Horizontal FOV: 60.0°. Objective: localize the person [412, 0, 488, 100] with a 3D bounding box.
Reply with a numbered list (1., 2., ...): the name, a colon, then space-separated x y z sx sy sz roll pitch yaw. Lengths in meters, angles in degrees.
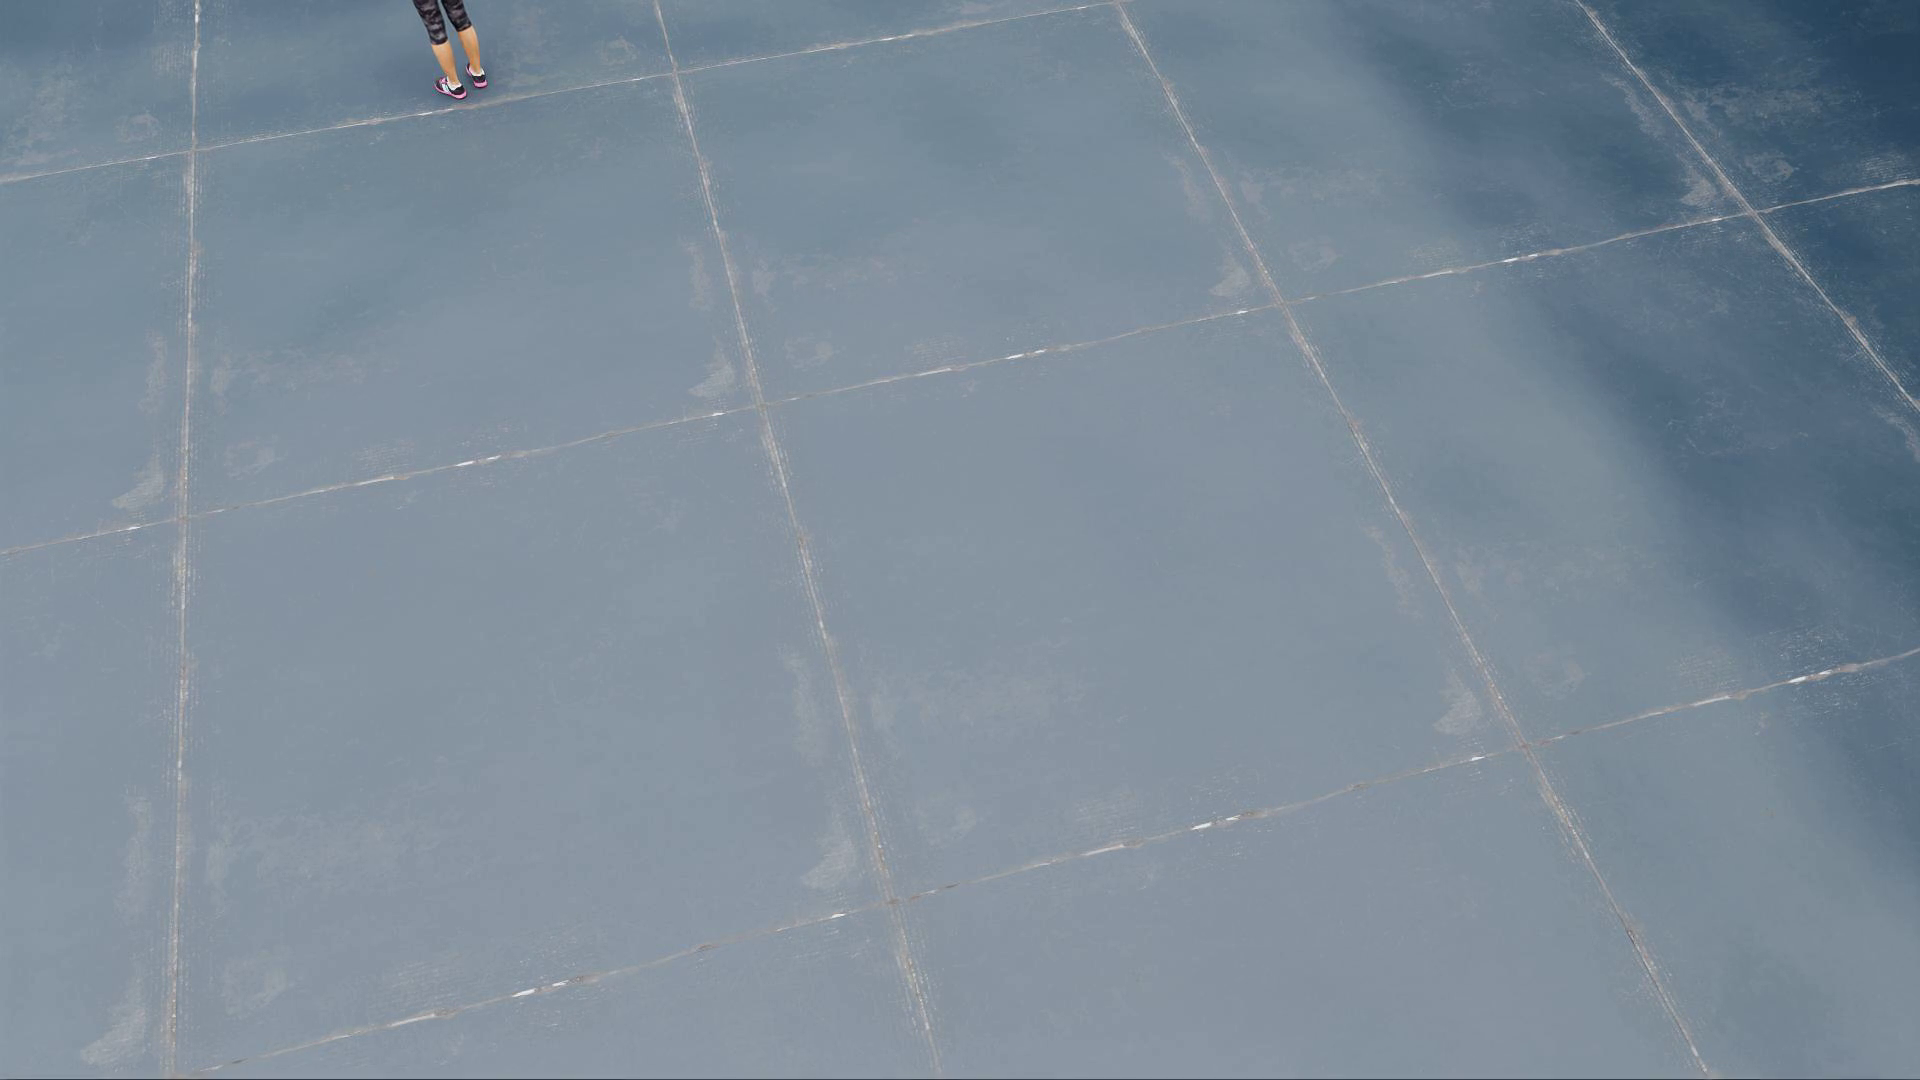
1. person: -3.186 -3.430 9.961 0.643 1.730 0.653 -32 59 -23
